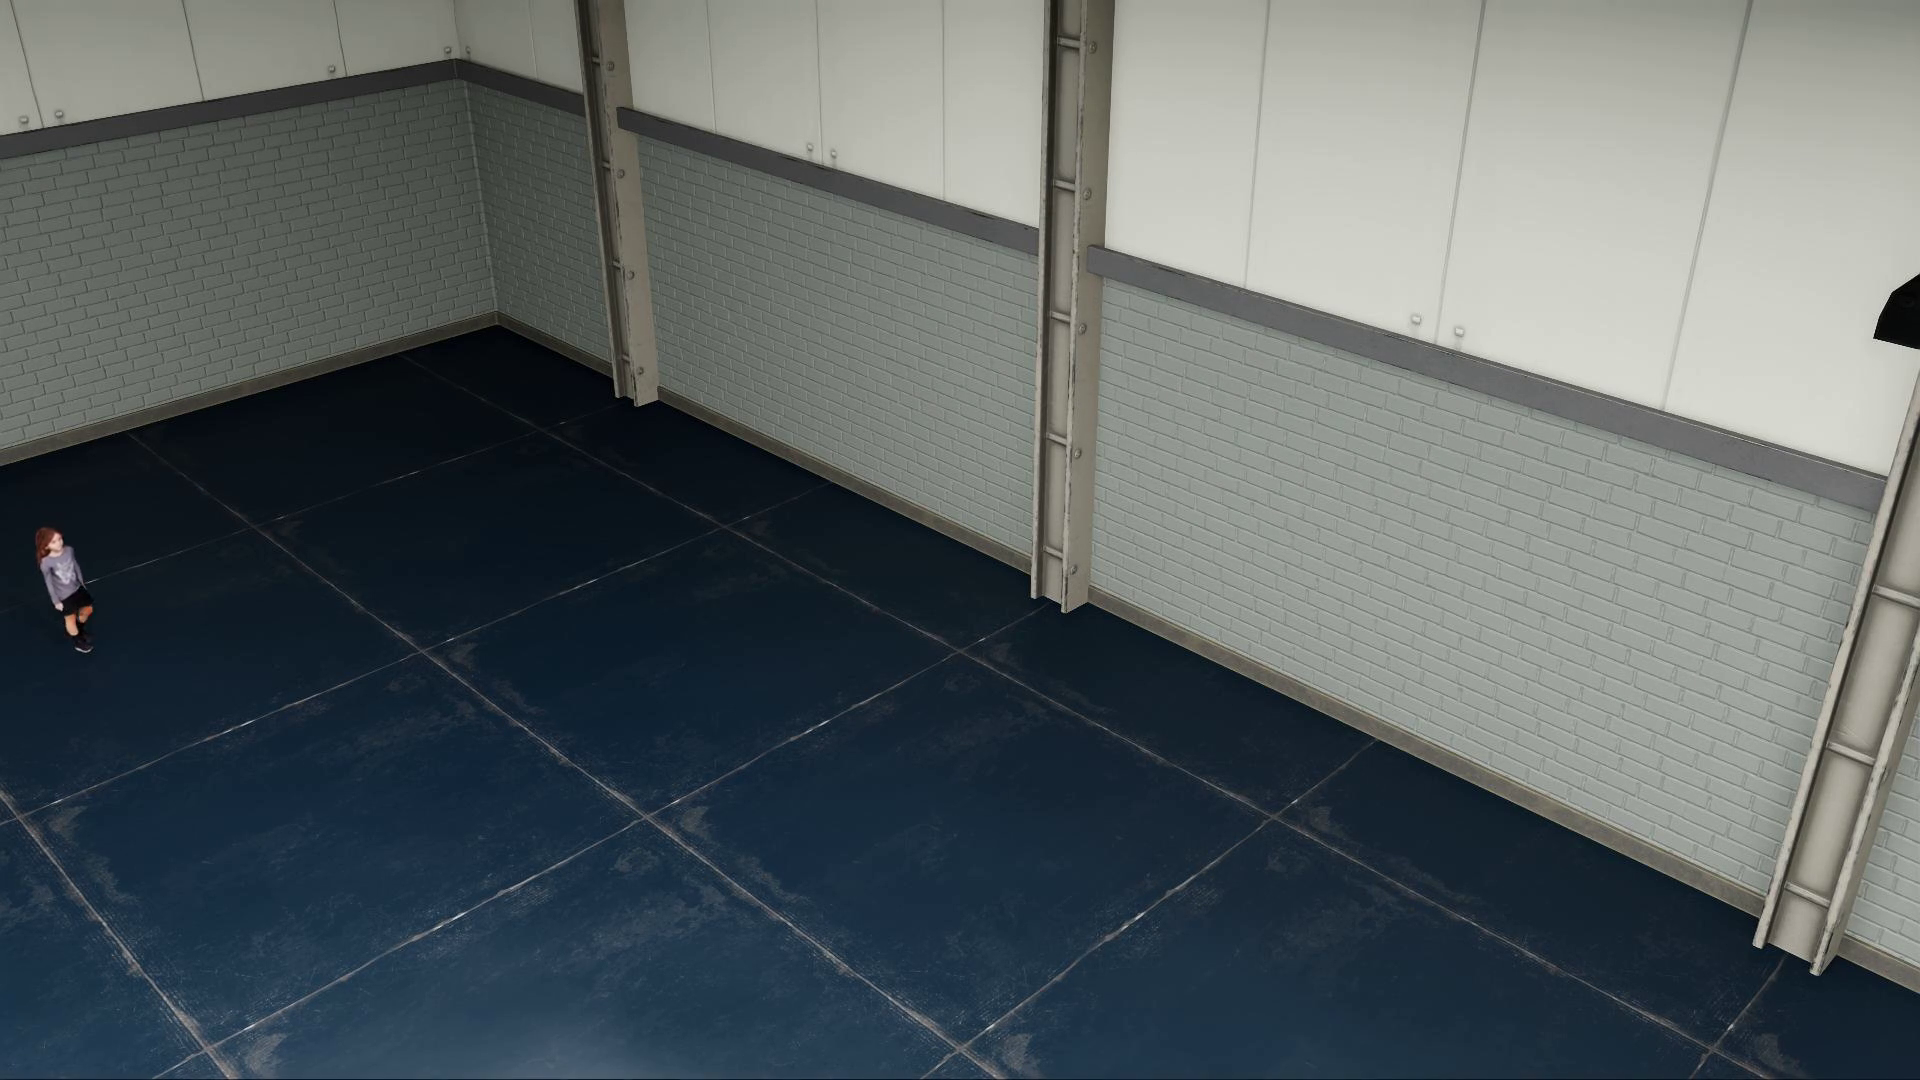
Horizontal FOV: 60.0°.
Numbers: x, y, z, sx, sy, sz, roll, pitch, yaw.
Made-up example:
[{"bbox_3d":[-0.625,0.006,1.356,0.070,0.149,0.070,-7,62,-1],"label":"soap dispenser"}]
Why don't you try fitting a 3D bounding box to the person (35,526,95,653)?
[{"bbox_3d":[-6.972,0.361,12.903,0.596,1.103,0.566,9,29,17],"label":"person"}]
